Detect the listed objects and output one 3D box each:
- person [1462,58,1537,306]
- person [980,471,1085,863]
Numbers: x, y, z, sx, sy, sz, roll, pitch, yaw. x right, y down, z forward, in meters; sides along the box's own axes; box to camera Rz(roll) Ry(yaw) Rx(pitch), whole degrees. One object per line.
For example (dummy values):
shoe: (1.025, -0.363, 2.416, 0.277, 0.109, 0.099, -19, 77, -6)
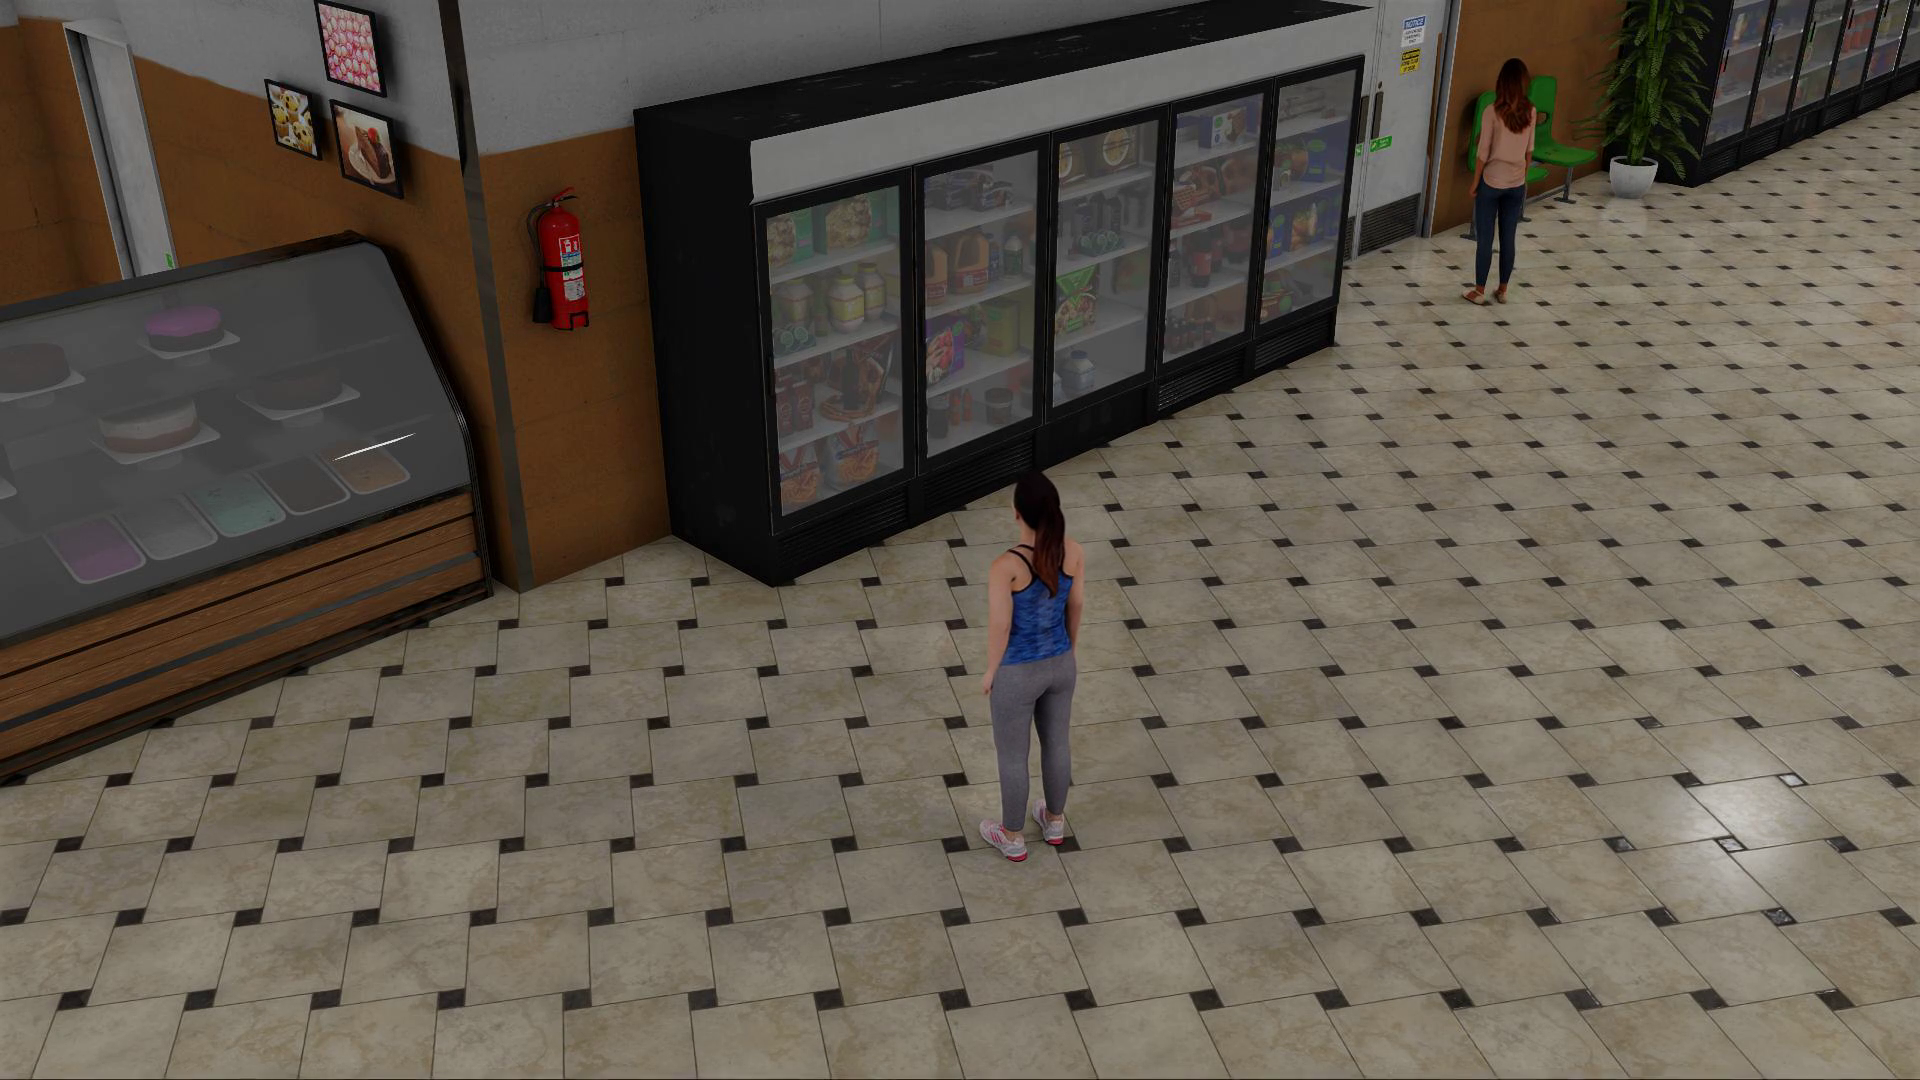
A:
person: (3.974, -2.611, 12.200, 0.671, 1.790, 0.714, -3, 27, -5)
person: (0.275, 0.481, 6.299, 0.617, 1.610, 0.622, -14, 30, -26)
